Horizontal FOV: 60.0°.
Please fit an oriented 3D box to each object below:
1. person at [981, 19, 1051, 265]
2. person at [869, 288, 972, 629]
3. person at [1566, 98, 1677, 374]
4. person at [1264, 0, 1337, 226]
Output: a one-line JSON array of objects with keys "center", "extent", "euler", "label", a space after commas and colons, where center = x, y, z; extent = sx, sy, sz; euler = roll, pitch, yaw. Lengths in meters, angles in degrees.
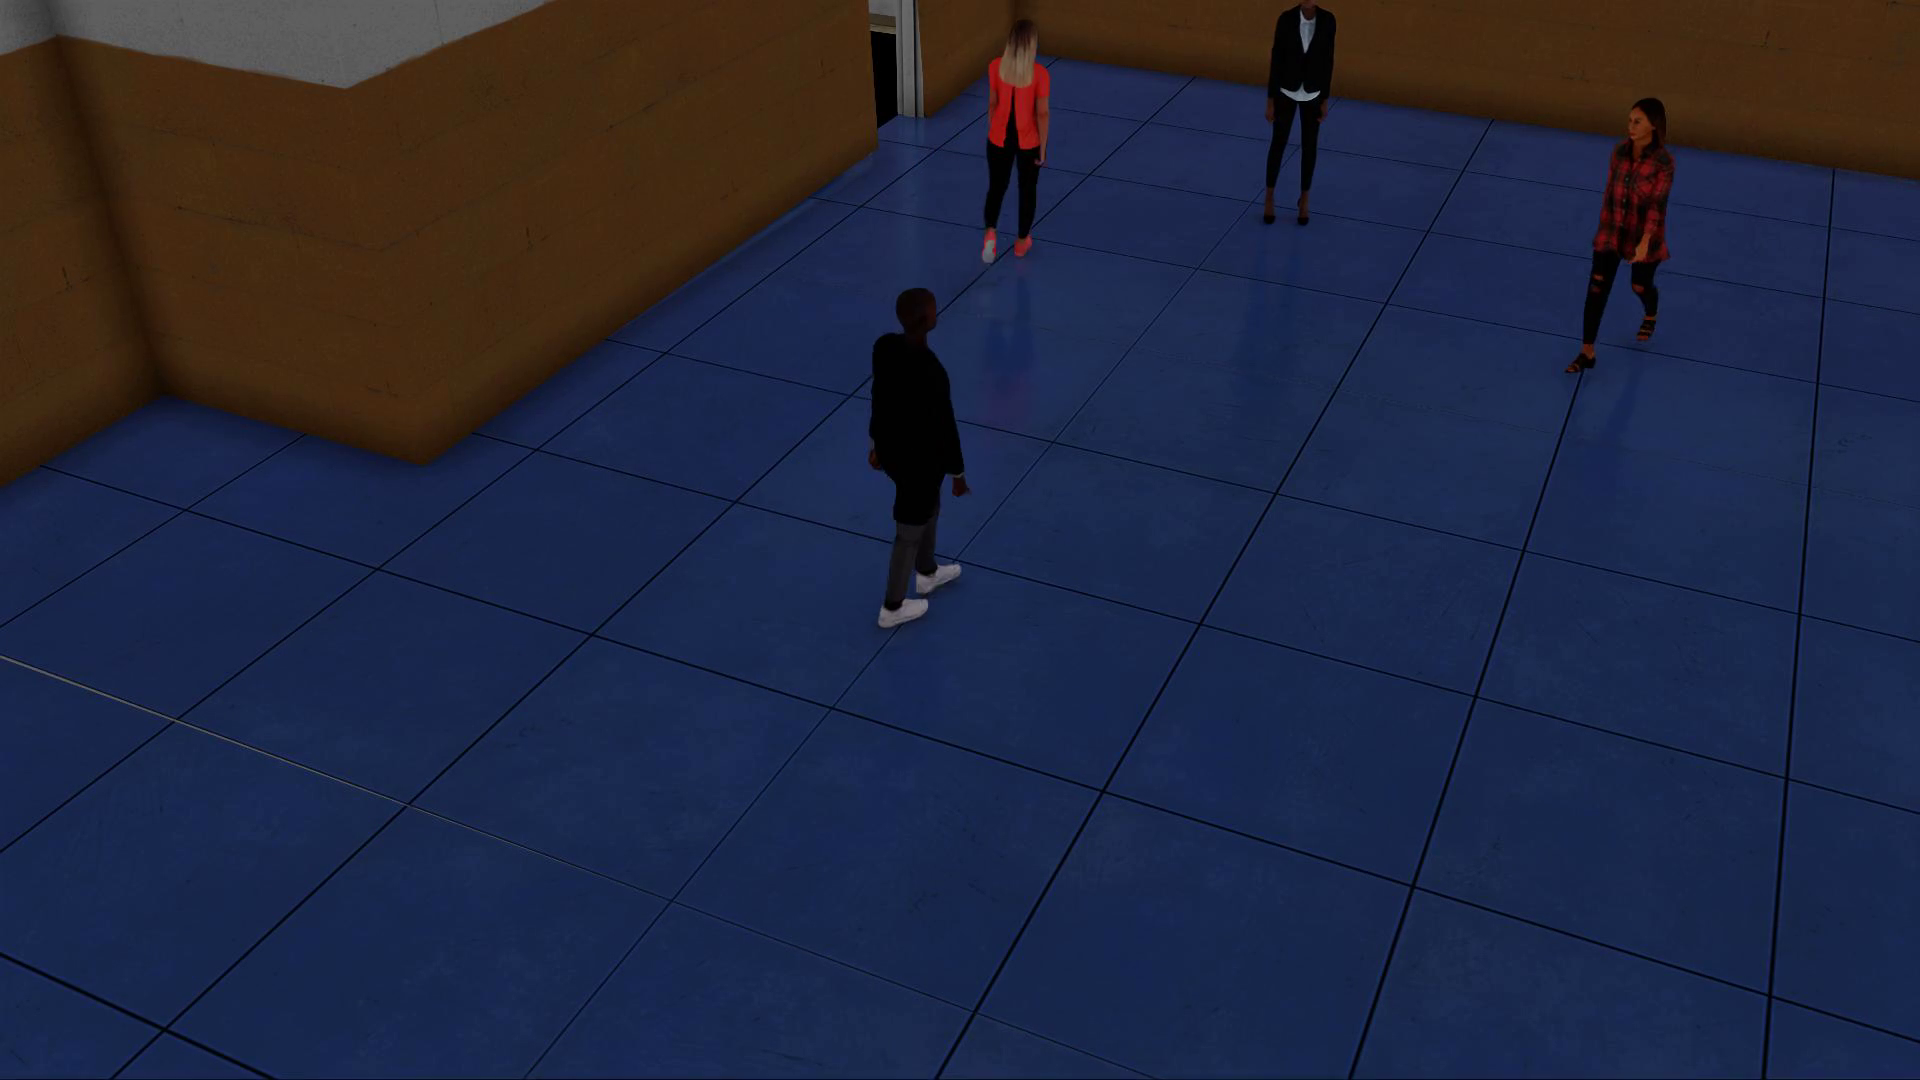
[{"center": [0.349, -2.648, 11.259], "extent": [0.899, 1.679, 0.735], "euler": [11, 35, 16], "label": "person"}, {"center": [-0.296, -0.337, 7.725], "extent": [0.940, 1.746, 0.902], "euler": [-22, 39, -29], "label": "person"}, {"center": [4.095, -1.828, 10.041], "extent": [0.977, 1.663, 1.121], "euler": [-25, 41, -33], "label": "person"}, {"center": [2.406, -3.124, 11.839], "extent": [0.579, 1.829, 0.715], "euler": [3, 34, 4], "label": "person"}]
